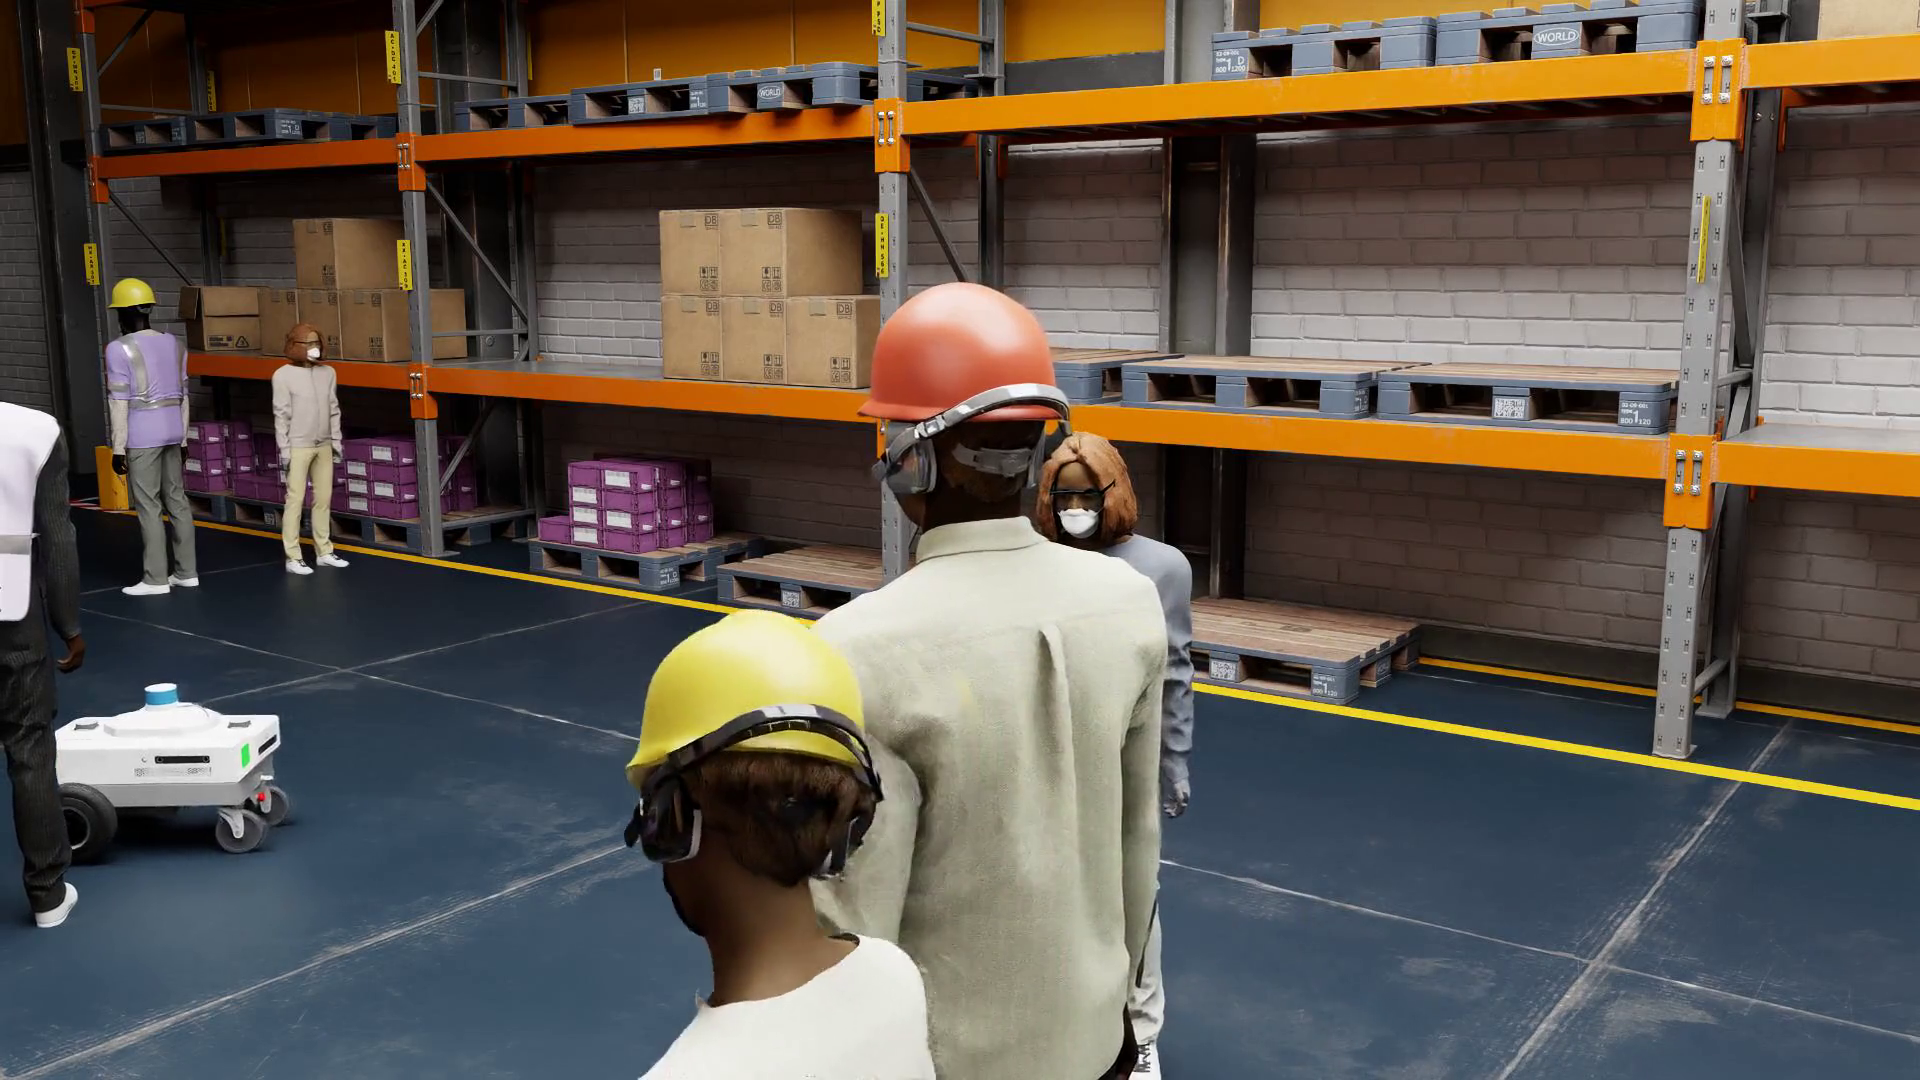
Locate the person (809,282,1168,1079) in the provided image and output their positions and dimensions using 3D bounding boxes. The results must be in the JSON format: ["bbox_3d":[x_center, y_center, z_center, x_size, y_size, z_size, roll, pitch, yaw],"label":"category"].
[{"bbox_3d":[0.016,0.661,2.237,0.622,1.992,0.396,-9,13,-42],"label":"person"}]

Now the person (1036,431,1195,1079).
[{"bbox_3d":[0.312,0.542,4.051,0.510,1.622,0.295,2,10,11],"label":"person"}]

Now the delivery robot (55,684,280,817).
[{"bbox_3d":[-2.748,0.742,5.758,0.707,0.478,0.477,-1,9,-3],"label":"delivery robot"}]

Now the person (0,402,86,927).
[{"bbox_3d":[-2.947,0.248,4.969,0.582,1.911,0.392,-3,10,-18],"label":"person"}]

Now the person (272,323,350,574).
[{"bbox_3d":[-4.227,-0.594,10.819,0.284,1.626,0.496,5,11,27],"label":"person"}]

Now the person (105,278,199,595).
[{"bbox_3d":[-4.937,-0.621,10.114,0.402,1.919,0.588,3,10,16],"label":"person"}]

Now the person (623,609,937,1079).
[{"bbox_3d":[-0.066,0.935,1.436,0.655,1.714,0.576,3,10,16],"label":"person"}]
